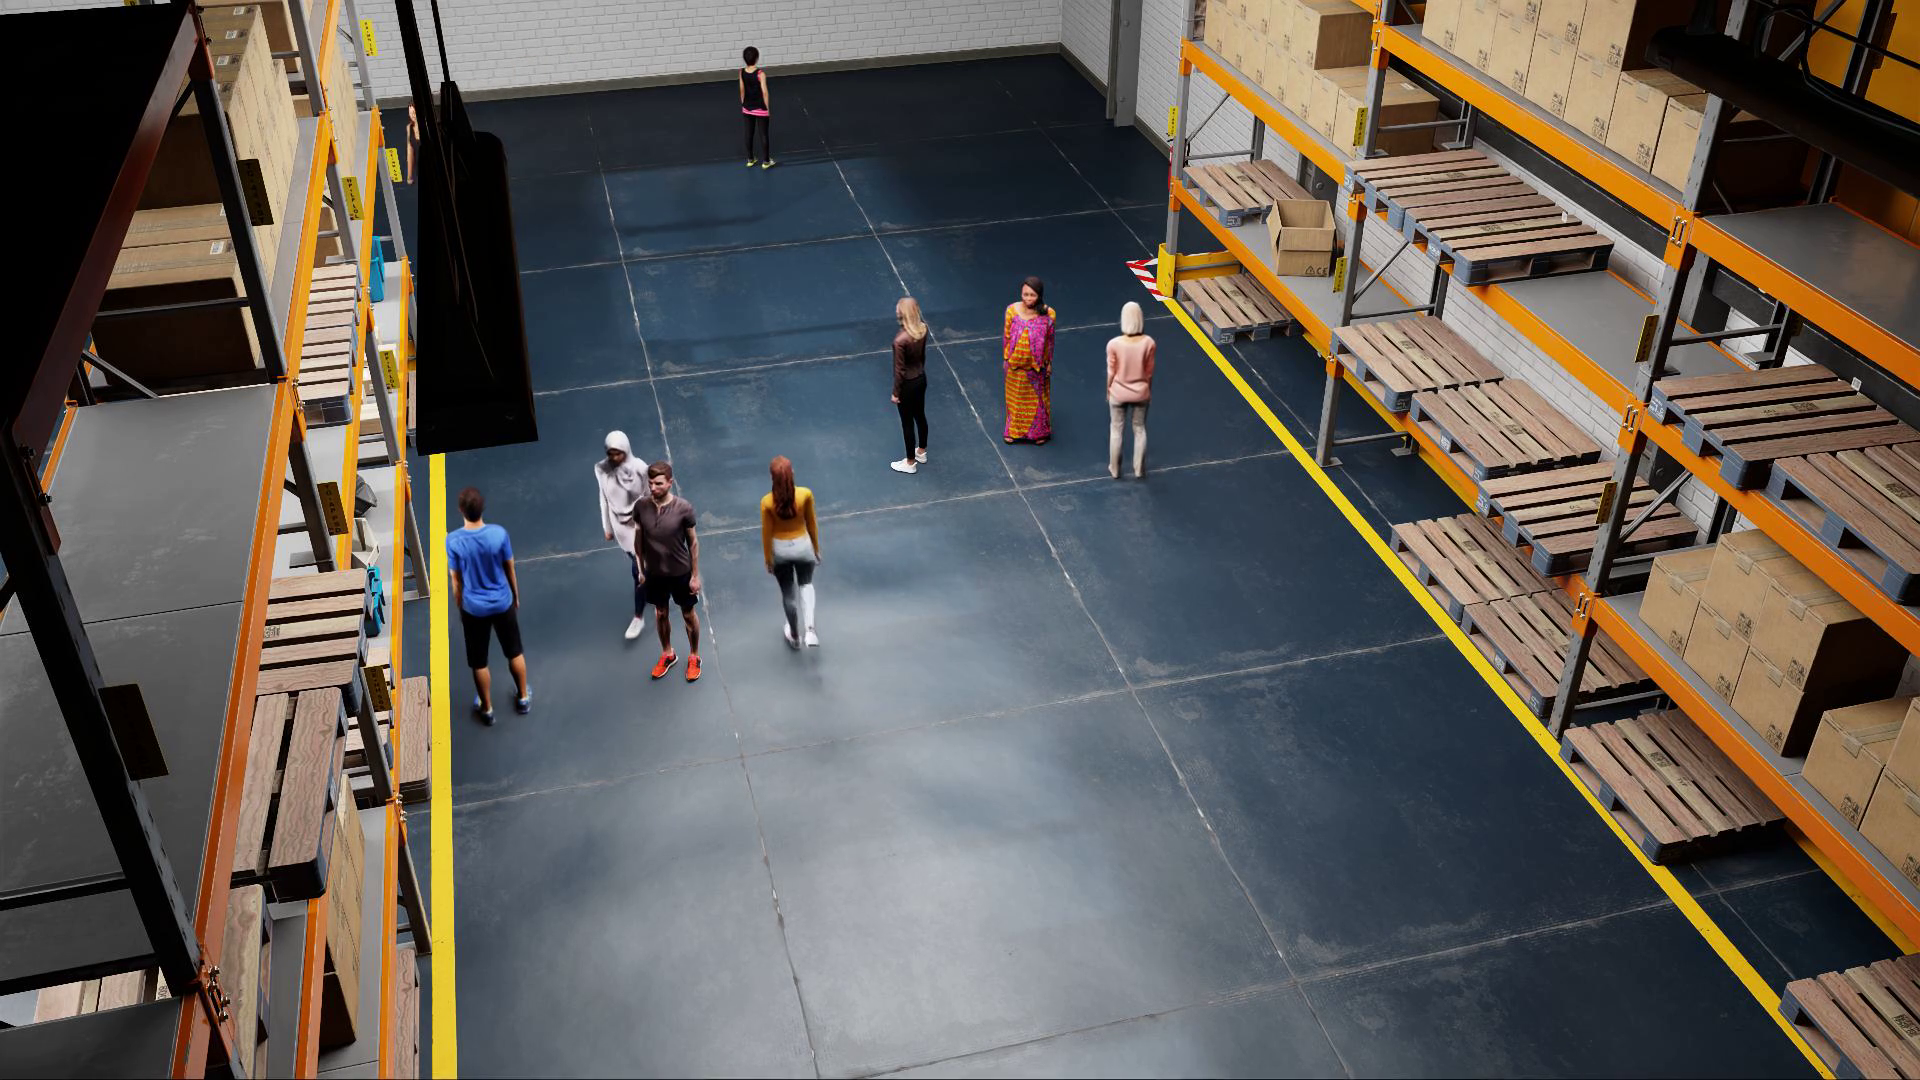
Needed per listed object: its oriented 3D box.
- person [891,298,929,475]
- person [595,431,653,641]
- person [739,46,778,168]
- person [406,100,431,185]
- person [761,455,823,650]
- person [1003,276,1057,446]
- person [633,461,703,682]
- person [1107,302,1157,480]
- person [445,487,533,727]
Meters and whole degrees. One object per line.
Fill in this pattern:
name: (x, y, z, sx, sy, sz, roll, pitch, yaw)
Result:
person: (-0.440, -1.406, 15.020, 0.721, 1.705, 0.666, 18, 38, 25)
person: (-2.537, -0.146, 13.090, 1.040, 1.744, 1.216, 8, 34, 12)
person: (-2.647, -5.596, 21.462, 0.627, 1.552, 0.672, 13, 36, 19)
person: (-6.025, -4.200, 19.119, 0.739, 1.822, 0.800, 17, 37, 23)
person: (-1.255, 0.161, 12.630, 0.608, 1.740, 0.798, -9, 35, -14)
person: (0.643, -1.683, 15.455, 0.742, 1.686, 0.768, 4, 34, 5)
person: (-2.168, 0.220, 12.439, 0.718, 1.853, 0.692, 5, 34, 7)
person: (1.513, -1.325, 14.880, 0.639, 1.725, 0.592, -1, 34, -2)
person: (-3.417, 0.492, 12.035, 0.685, 1.848, 0.703, -15, 36, -21)
